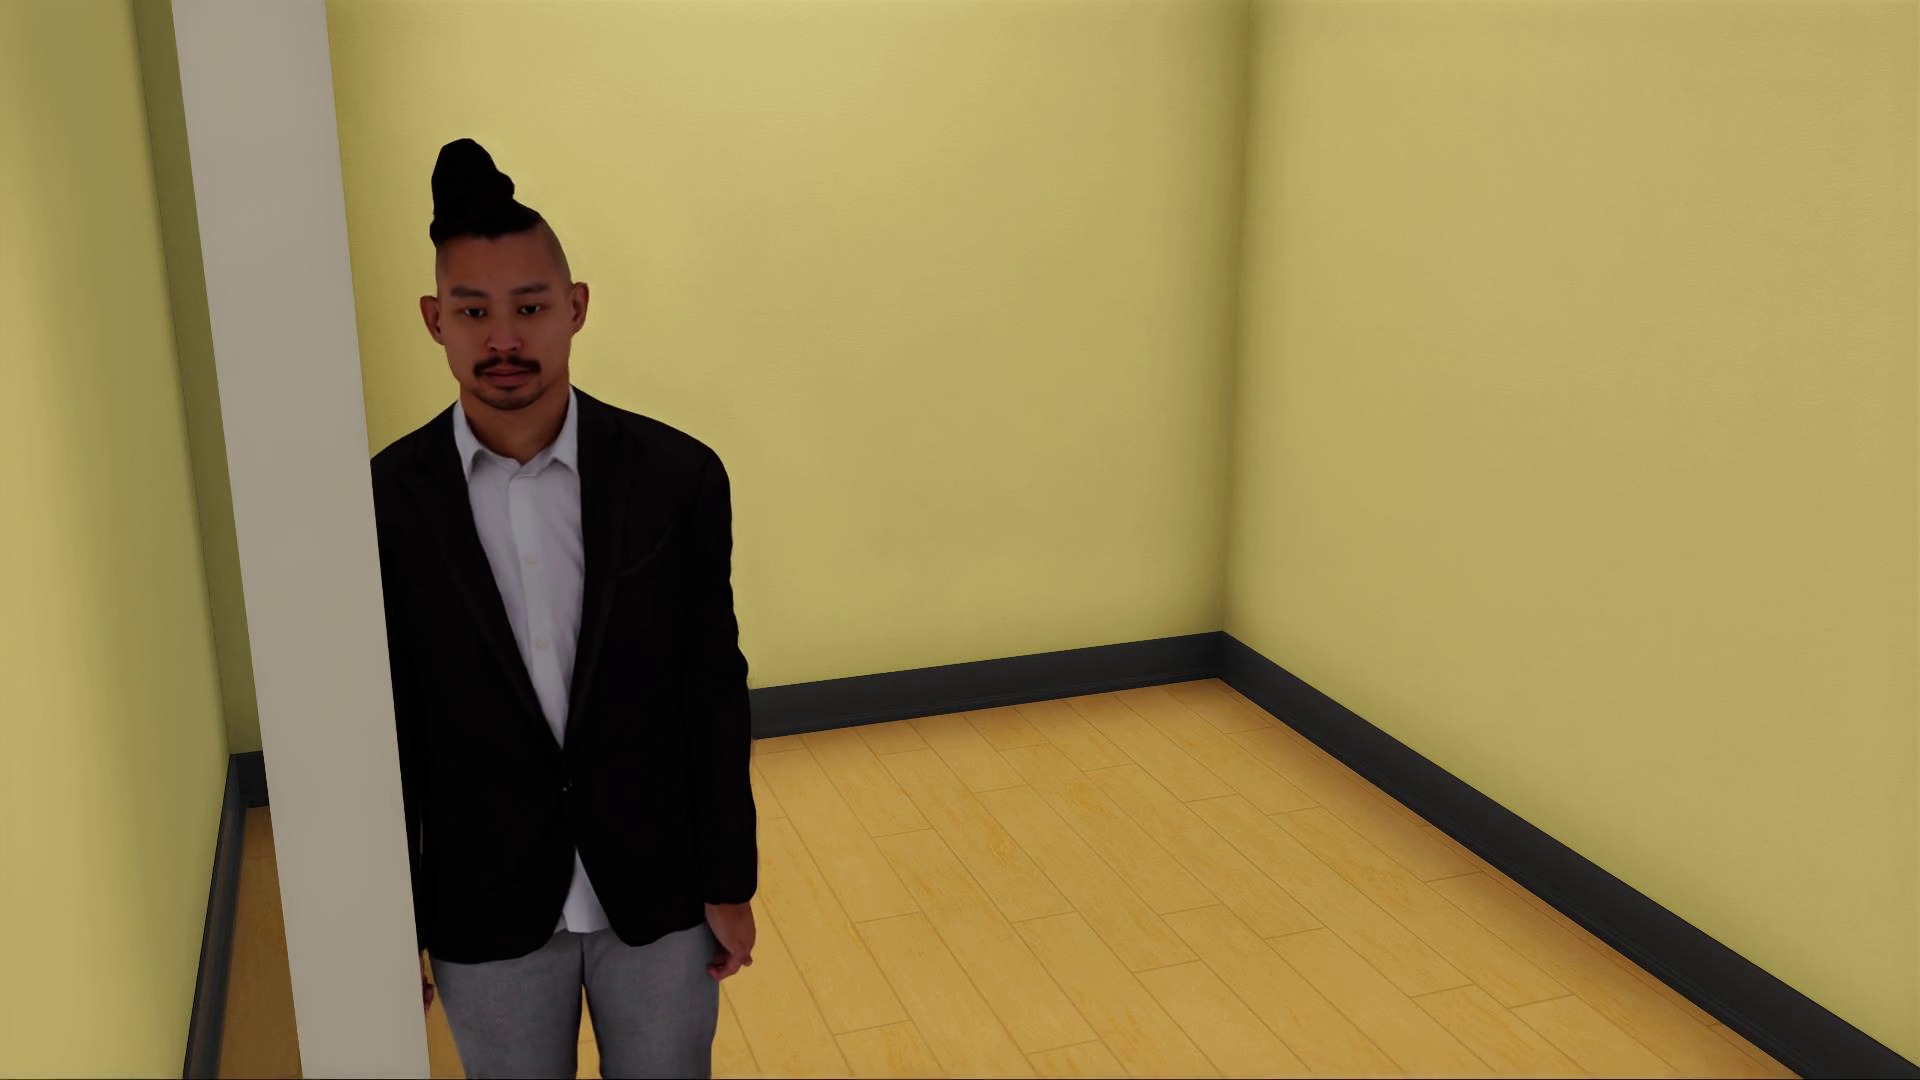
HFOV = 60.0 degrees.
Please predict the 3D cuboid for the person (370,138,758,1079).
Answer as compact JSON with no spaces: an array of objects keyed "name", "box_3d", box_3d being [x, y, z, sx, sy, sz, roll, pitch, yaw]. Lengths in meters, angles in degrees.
[{"name":"person","box_3d":[-0.555,0.435,2.336,0.561,1.952,0.781,-4,16,-14]}]
